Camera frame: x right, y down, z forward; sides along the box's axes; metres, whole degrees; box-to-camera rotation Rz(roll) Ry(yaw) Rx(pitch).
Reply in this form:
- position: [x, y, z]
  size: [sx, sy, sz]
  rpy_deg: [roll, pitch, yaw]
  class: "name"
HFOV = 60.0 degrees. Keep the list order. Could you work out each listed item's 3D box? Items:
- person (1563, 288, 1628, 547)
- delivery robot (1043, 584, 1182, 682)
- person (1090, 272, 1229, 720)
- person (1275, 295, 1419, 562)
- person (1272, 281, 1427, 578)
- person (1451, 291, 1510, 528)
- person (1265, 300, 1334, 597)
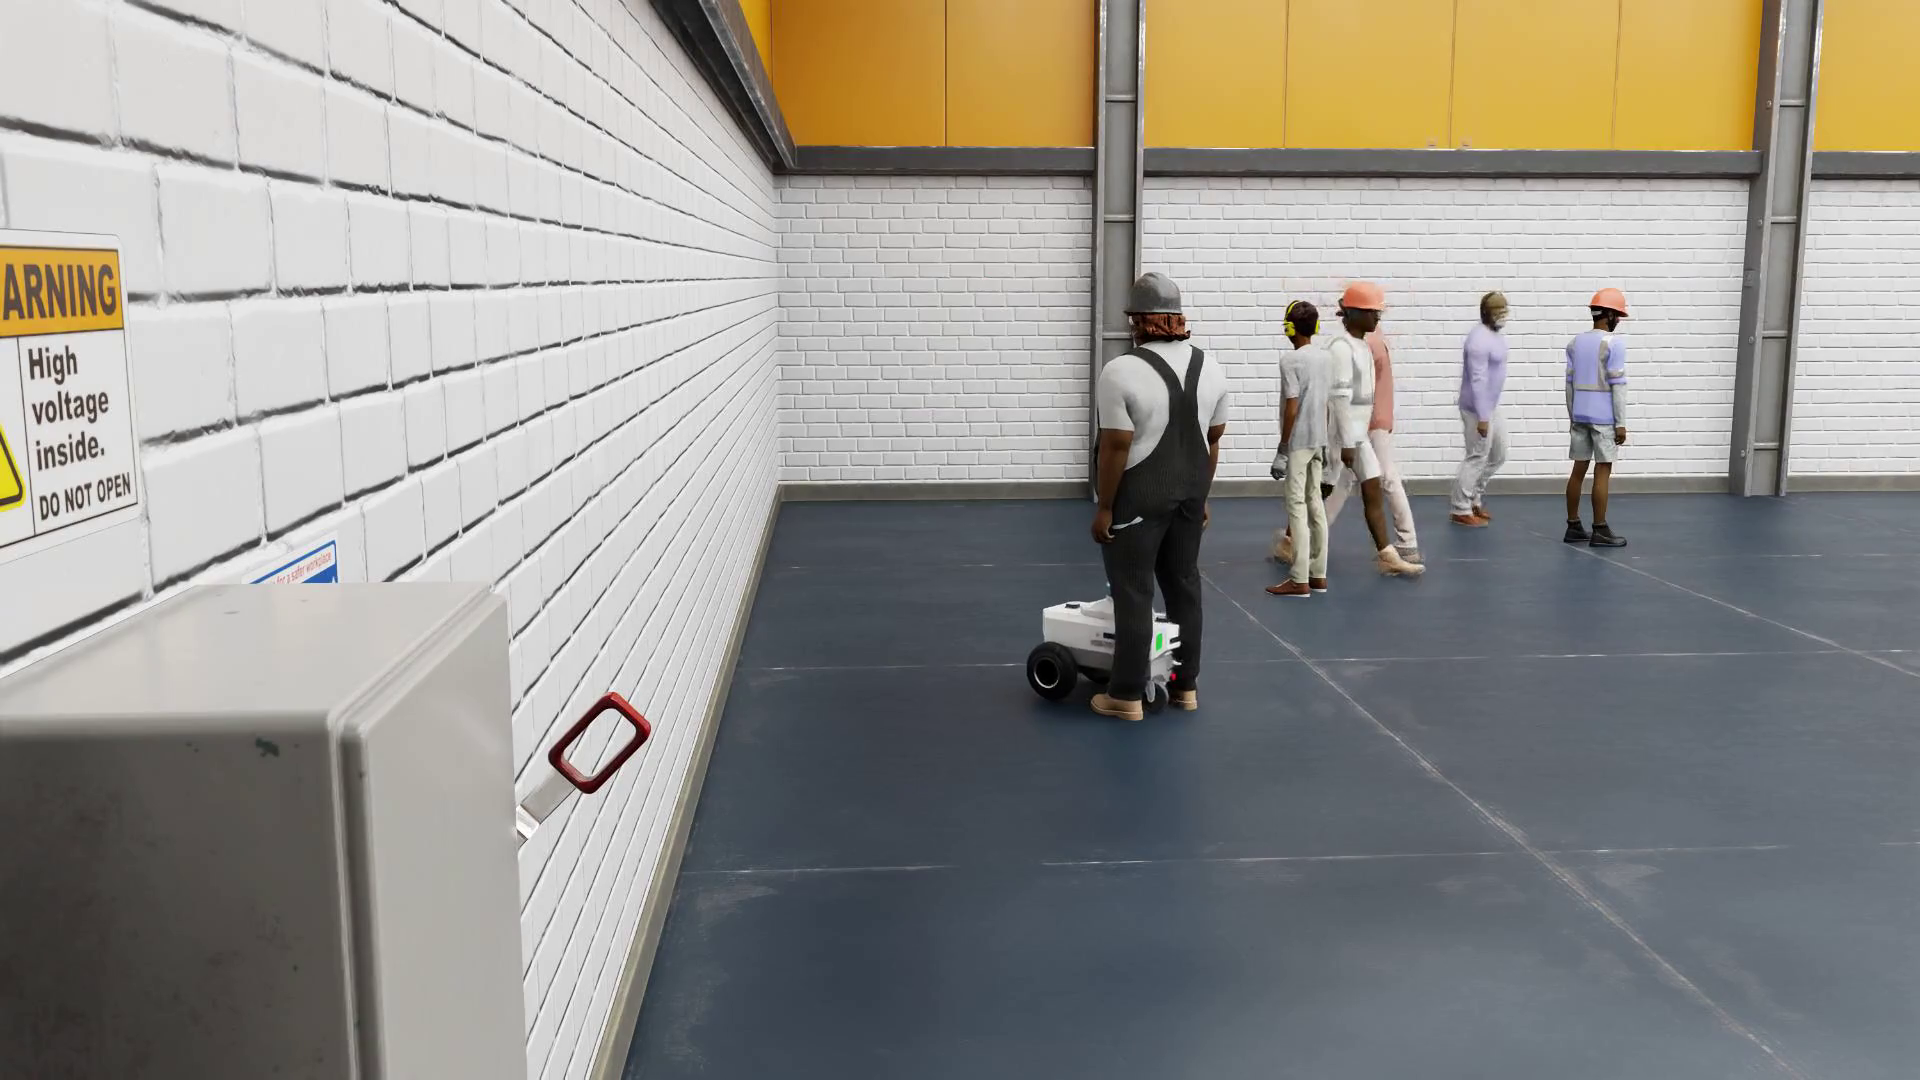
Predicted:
- position: [4.775, -0.911, 12.432]
  size: [0.373, 1.928, 0.543]
  rpy_deg: [-4, 10, -25]
  class: "person"
- position: [0.749, 0.449, 7.897]
  size: [0.707, 0.478, 0.477]
  rpy_deg: [7, 12, 39]
  class: "delivery robot"
- position: [0.855, -0.205, 7.647]
  size: [0.689, 2.000, 0.539]
  rpy_deg: [-6, 11, -32]
  class: "person"
- position: [2.789, -0.806, 11.751]
  size: [1.037, 1.923, 0.599]
  rpy_deg: [2, 9, 14]
  class: "person"
- position: [2.590, -0.735, 11.184]
  size: [1.045, 1.997, 0.639]
  rpy_deg: [6, 11, 31]
  class: "person"
- position: [4.146, -1.023, 13.238]
  size: [0.464, 1.897, 0.650]
  rpy_deg: [6, 11, 34]
  class: "person"
- position: [2.145, -0.570, 10.493]
  size: [0.516, 1.865, 0.325]
  rpy_deg: [-9, 12, -43]
  class: "person"
